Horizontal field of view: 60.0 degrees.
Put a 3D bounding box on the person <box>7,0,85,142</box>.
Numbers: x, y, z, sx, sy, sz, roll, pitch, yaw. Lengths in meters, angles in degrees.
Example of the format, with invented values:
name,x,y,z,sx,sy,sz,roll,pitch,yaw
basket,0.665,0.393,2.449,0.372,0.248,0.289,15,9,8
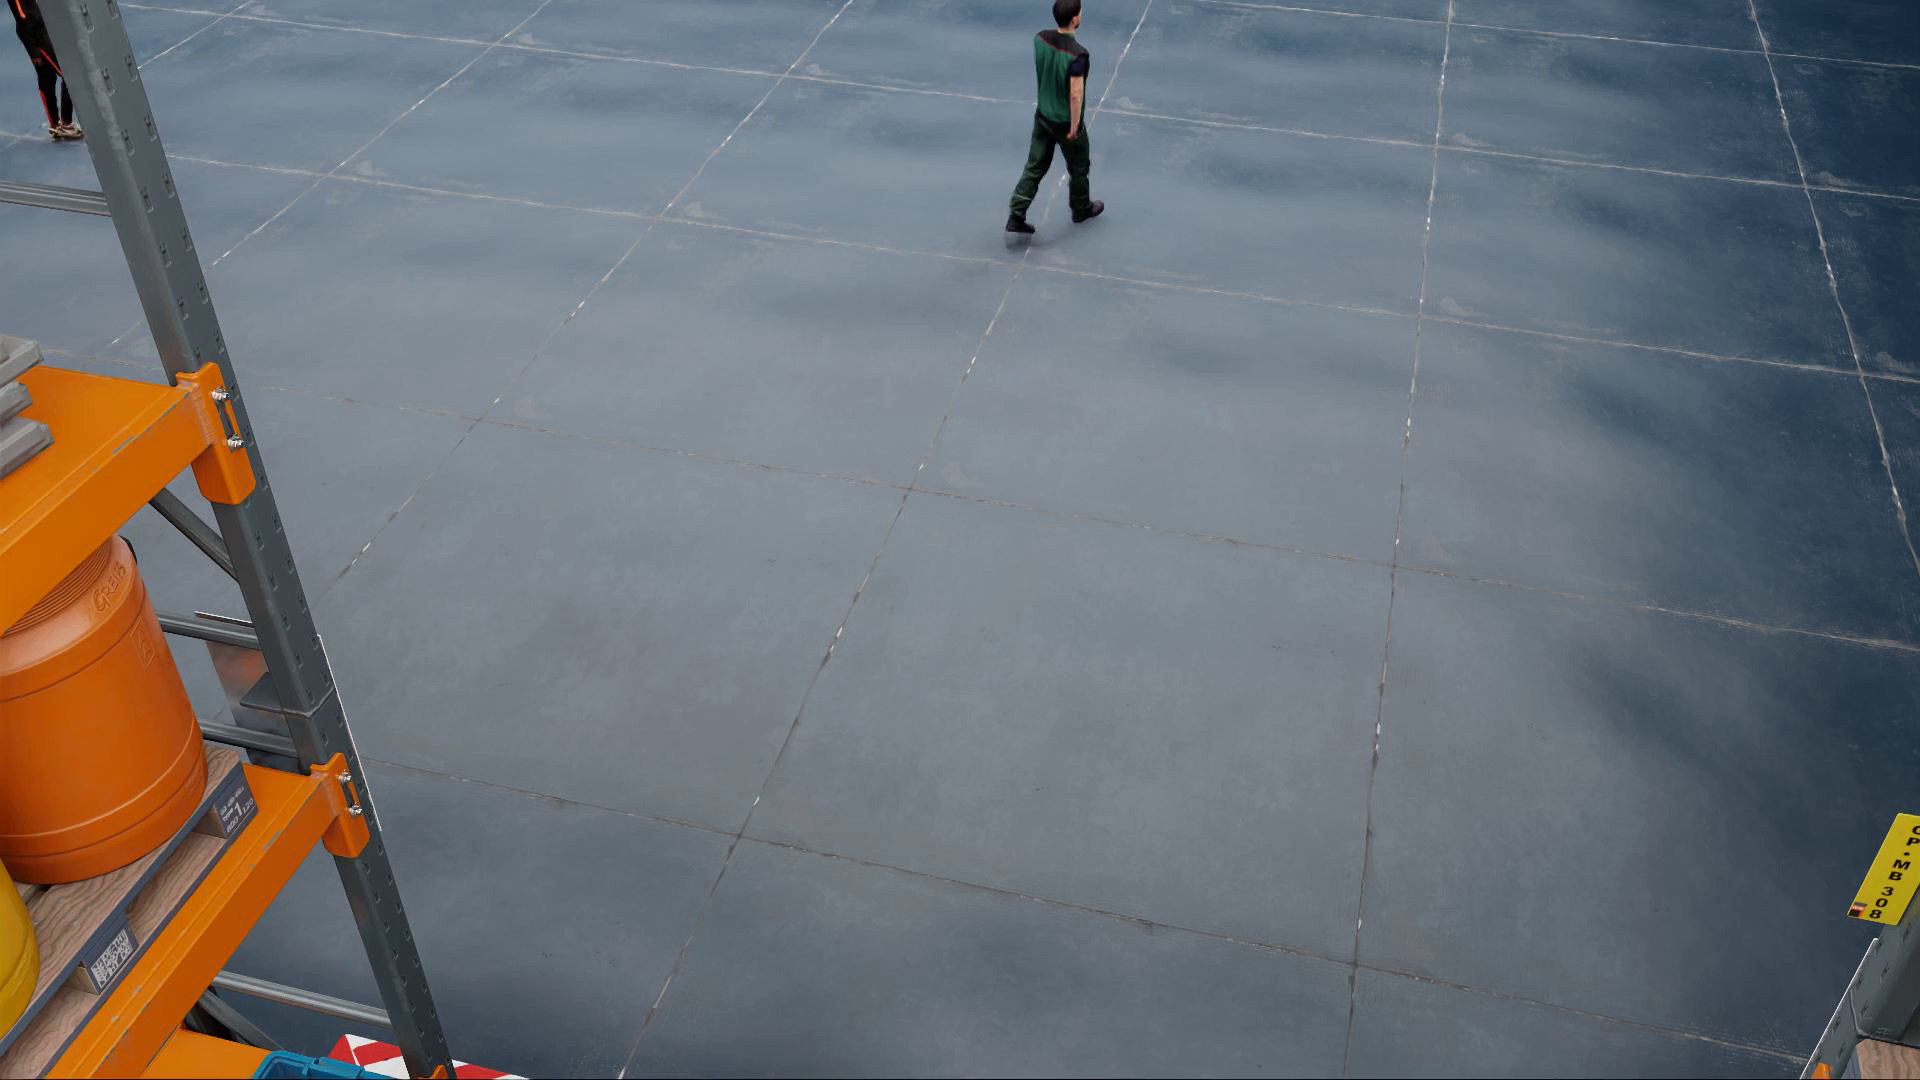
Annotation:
name,x,y,z,sx,sy,sz,roll,pitch,yaw
person,-7.849,-4.202,13.982,0.842,1.801,0.763,-15,40,-18

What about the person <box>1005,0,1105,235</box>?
name,x,y,z,sx,sy,sz,roll,pitch,yaw
person,0.678,-3.171,12.611,1.310,1.865,1.095,-31,47,-33
